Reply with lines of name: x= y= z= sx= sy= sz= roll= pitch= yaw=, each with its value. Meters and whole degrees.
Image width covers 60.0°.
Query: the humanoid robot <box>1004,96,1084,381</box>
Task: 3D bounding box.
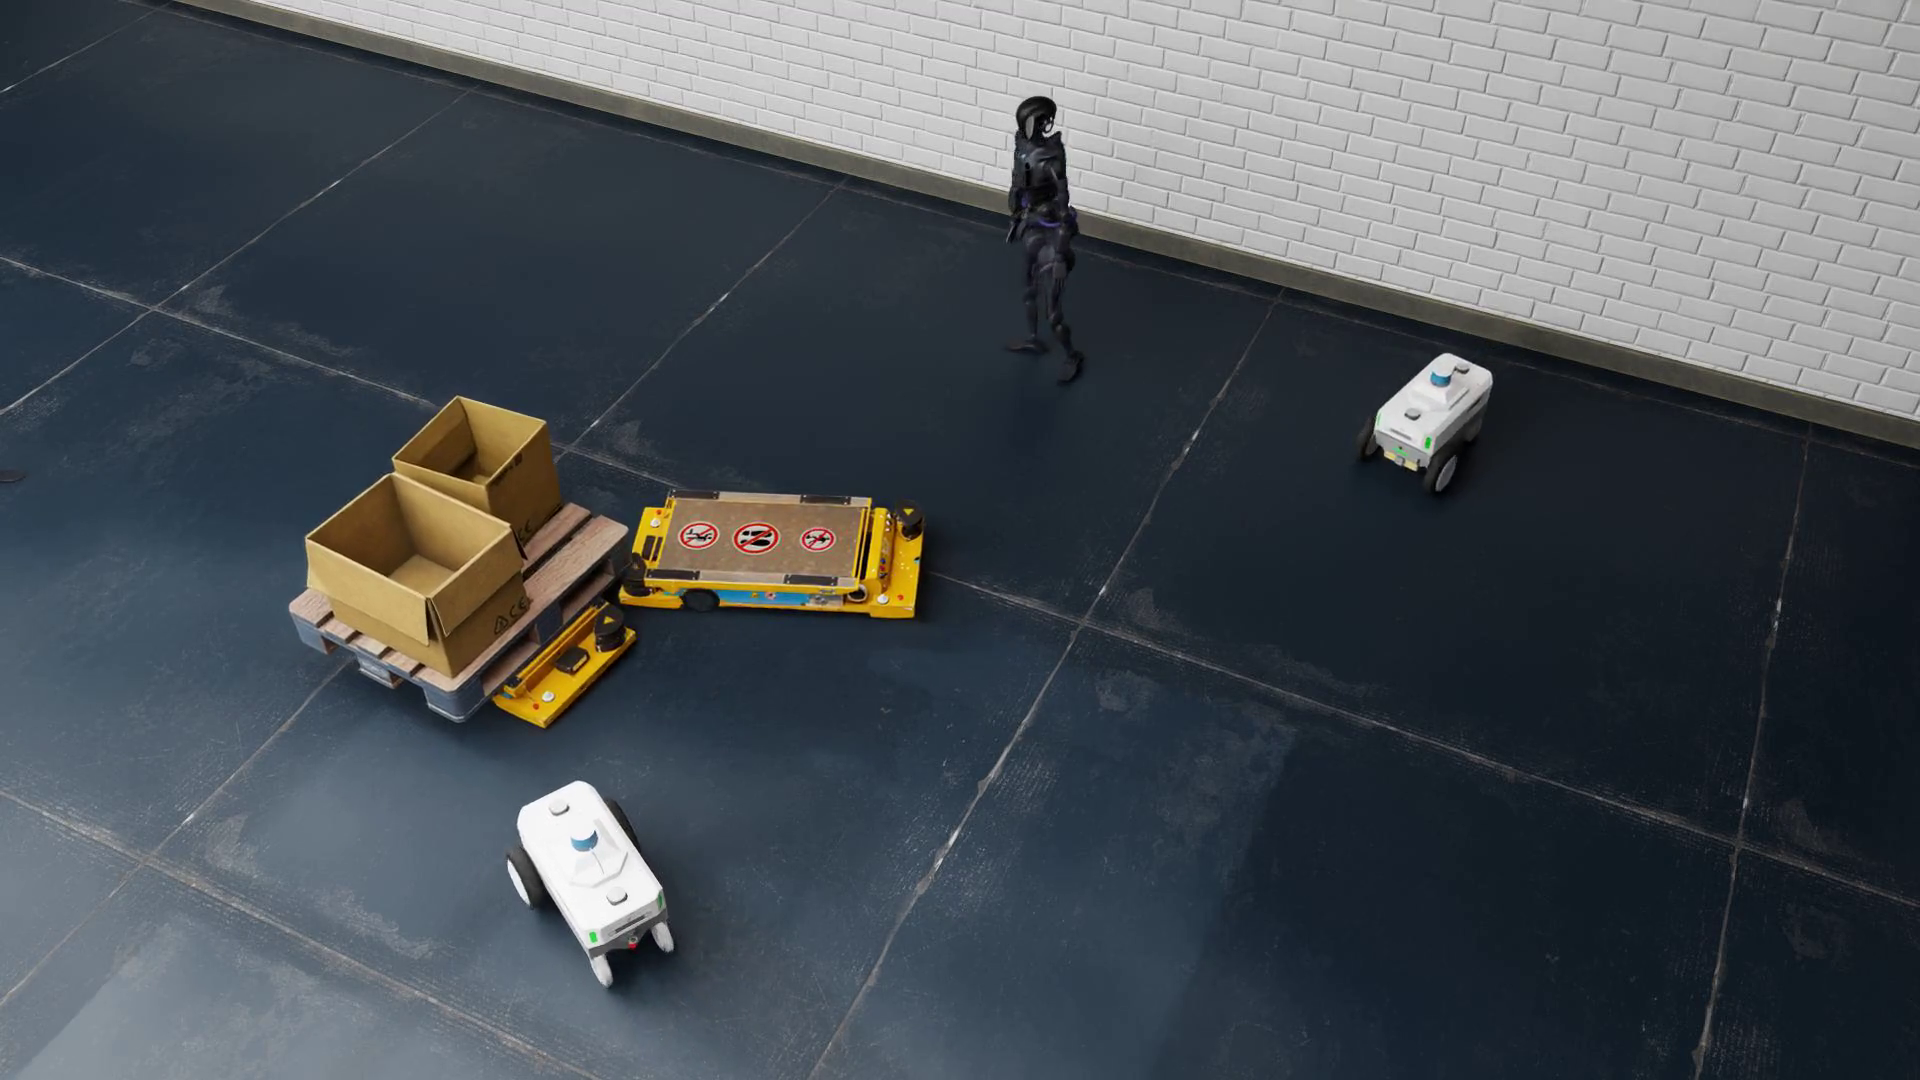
humanoid robot: x=0.461 y=-1.659 z=9.006 sx=0.377 sy=1.643 sz=0.608 roll=-20 pitch=46 yaw=-20

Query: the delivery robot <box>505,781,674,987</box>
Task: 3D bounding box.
delivery robot: x=-1.459 y=1.318 z=6.600 sx=0.499 sy=0.563 sz=0.738 roll=-25 pitch=49 yaw=-25

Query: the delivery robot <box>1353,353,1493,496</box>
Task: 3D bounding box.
delivery robot: x=2.472 y=-0.644 z=8.747 sx=0.499 sy=0.604 sz=0.808 roll=31 pitch=51 yaw=29

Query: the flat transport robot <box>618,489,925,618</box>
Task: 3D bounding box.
flat transport robot: x=-0.911 y=0.067 z=8.182 sx=1.431 sy=0.231 sz=0.659 roll=2 pitch=43 yaw=3

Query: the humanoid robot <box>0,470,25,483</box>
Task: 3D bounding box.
humanoid robot: x=-5.174 y=-0.888 z=8.185 sx=0.478 sy=1.645 sz=0.609 roll=-3 pitch=43 yaw=-3

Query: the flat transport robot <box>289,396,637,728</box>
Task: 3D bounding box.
flat transport robot: x=-2.306 y=0.362 z=7.865 sx=1.431 sy=0.231 sz=0.659 roll=22 pitch=47 yaw=22
